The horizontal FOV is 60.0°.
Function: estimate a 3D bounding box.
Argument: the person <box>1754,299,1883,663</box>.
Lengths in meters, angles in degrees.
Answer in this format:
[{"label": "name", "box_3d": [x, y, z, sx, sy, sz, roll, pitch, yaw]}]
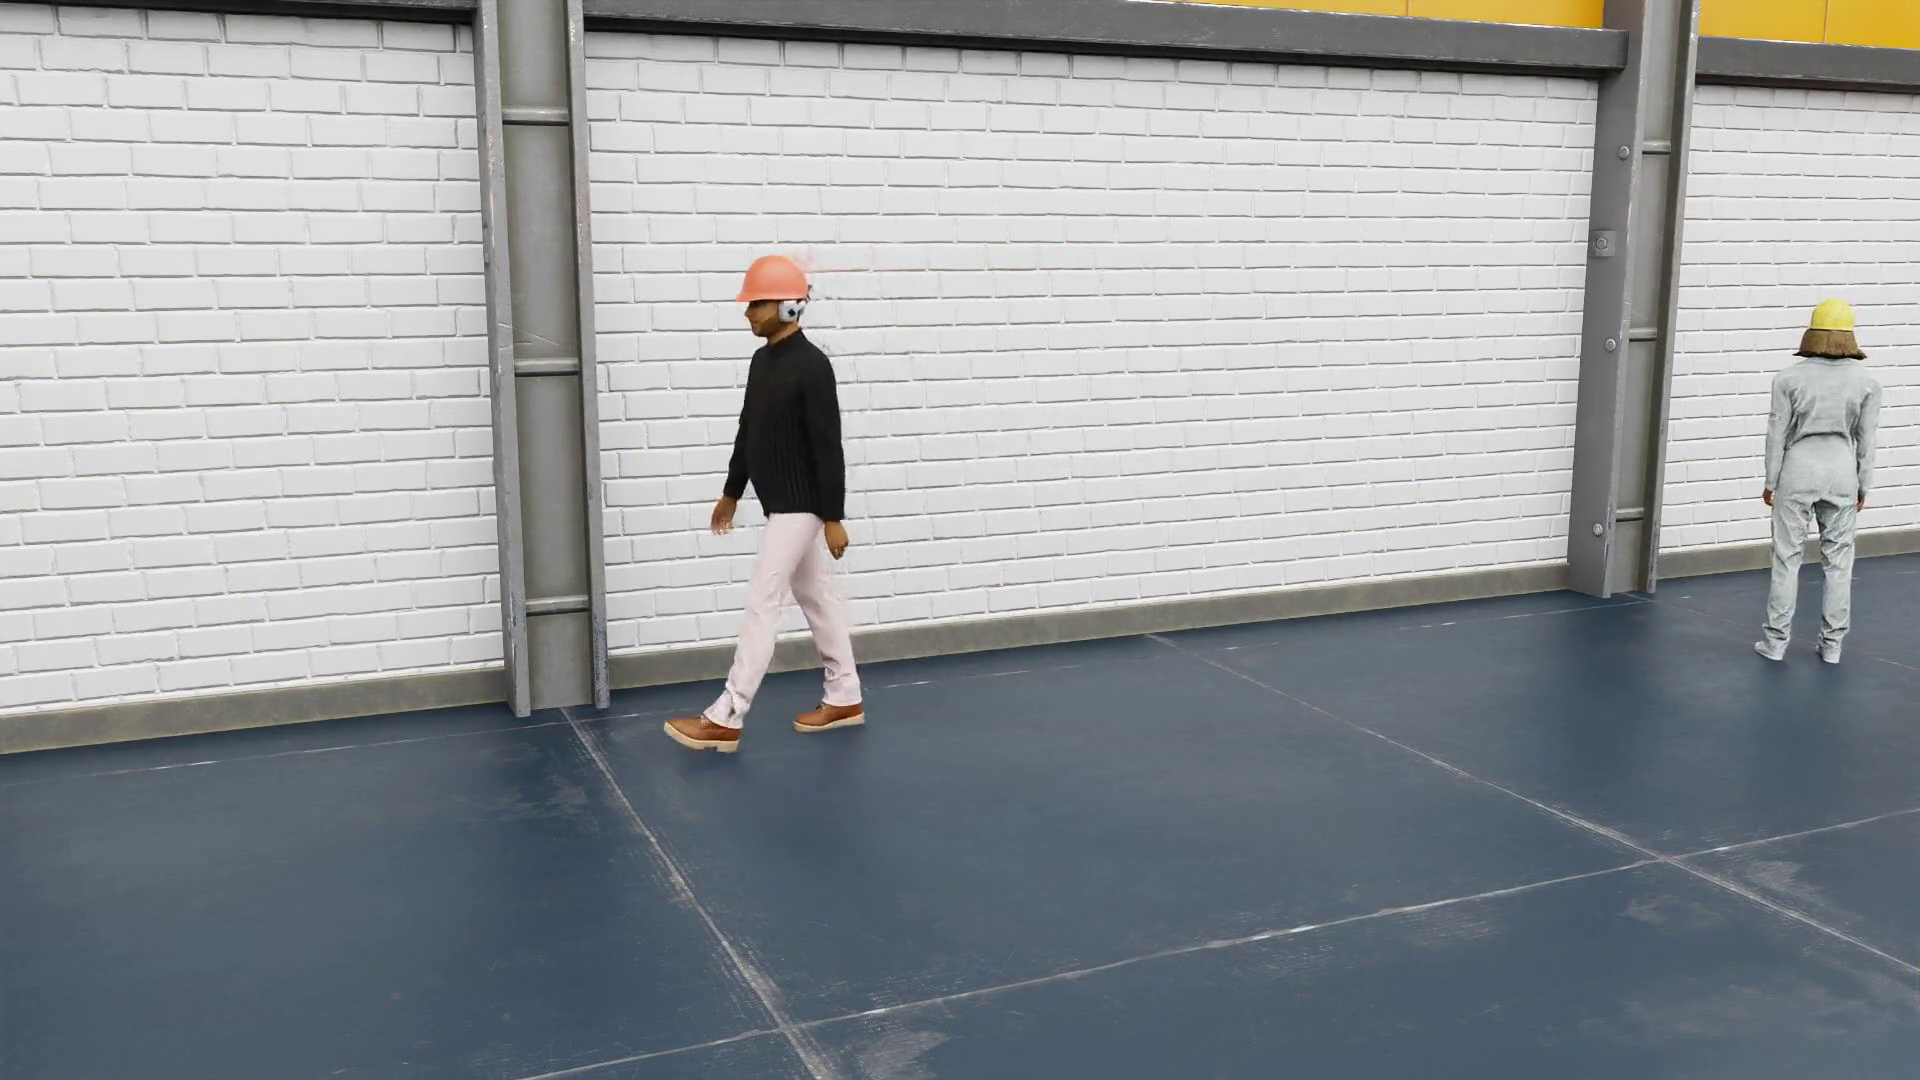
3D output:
[{"label": "person", "box_3d": [4.104, -0.277, 7.972, 0.481, 1.738, 0.315, 2, 11, 13]}]

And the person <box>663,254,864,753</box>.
[{"label": "person", "box_3d": [-0.798, -0.142, 6.625, 0.976, 1.950, 0.622, -4, 11, -23]}]
